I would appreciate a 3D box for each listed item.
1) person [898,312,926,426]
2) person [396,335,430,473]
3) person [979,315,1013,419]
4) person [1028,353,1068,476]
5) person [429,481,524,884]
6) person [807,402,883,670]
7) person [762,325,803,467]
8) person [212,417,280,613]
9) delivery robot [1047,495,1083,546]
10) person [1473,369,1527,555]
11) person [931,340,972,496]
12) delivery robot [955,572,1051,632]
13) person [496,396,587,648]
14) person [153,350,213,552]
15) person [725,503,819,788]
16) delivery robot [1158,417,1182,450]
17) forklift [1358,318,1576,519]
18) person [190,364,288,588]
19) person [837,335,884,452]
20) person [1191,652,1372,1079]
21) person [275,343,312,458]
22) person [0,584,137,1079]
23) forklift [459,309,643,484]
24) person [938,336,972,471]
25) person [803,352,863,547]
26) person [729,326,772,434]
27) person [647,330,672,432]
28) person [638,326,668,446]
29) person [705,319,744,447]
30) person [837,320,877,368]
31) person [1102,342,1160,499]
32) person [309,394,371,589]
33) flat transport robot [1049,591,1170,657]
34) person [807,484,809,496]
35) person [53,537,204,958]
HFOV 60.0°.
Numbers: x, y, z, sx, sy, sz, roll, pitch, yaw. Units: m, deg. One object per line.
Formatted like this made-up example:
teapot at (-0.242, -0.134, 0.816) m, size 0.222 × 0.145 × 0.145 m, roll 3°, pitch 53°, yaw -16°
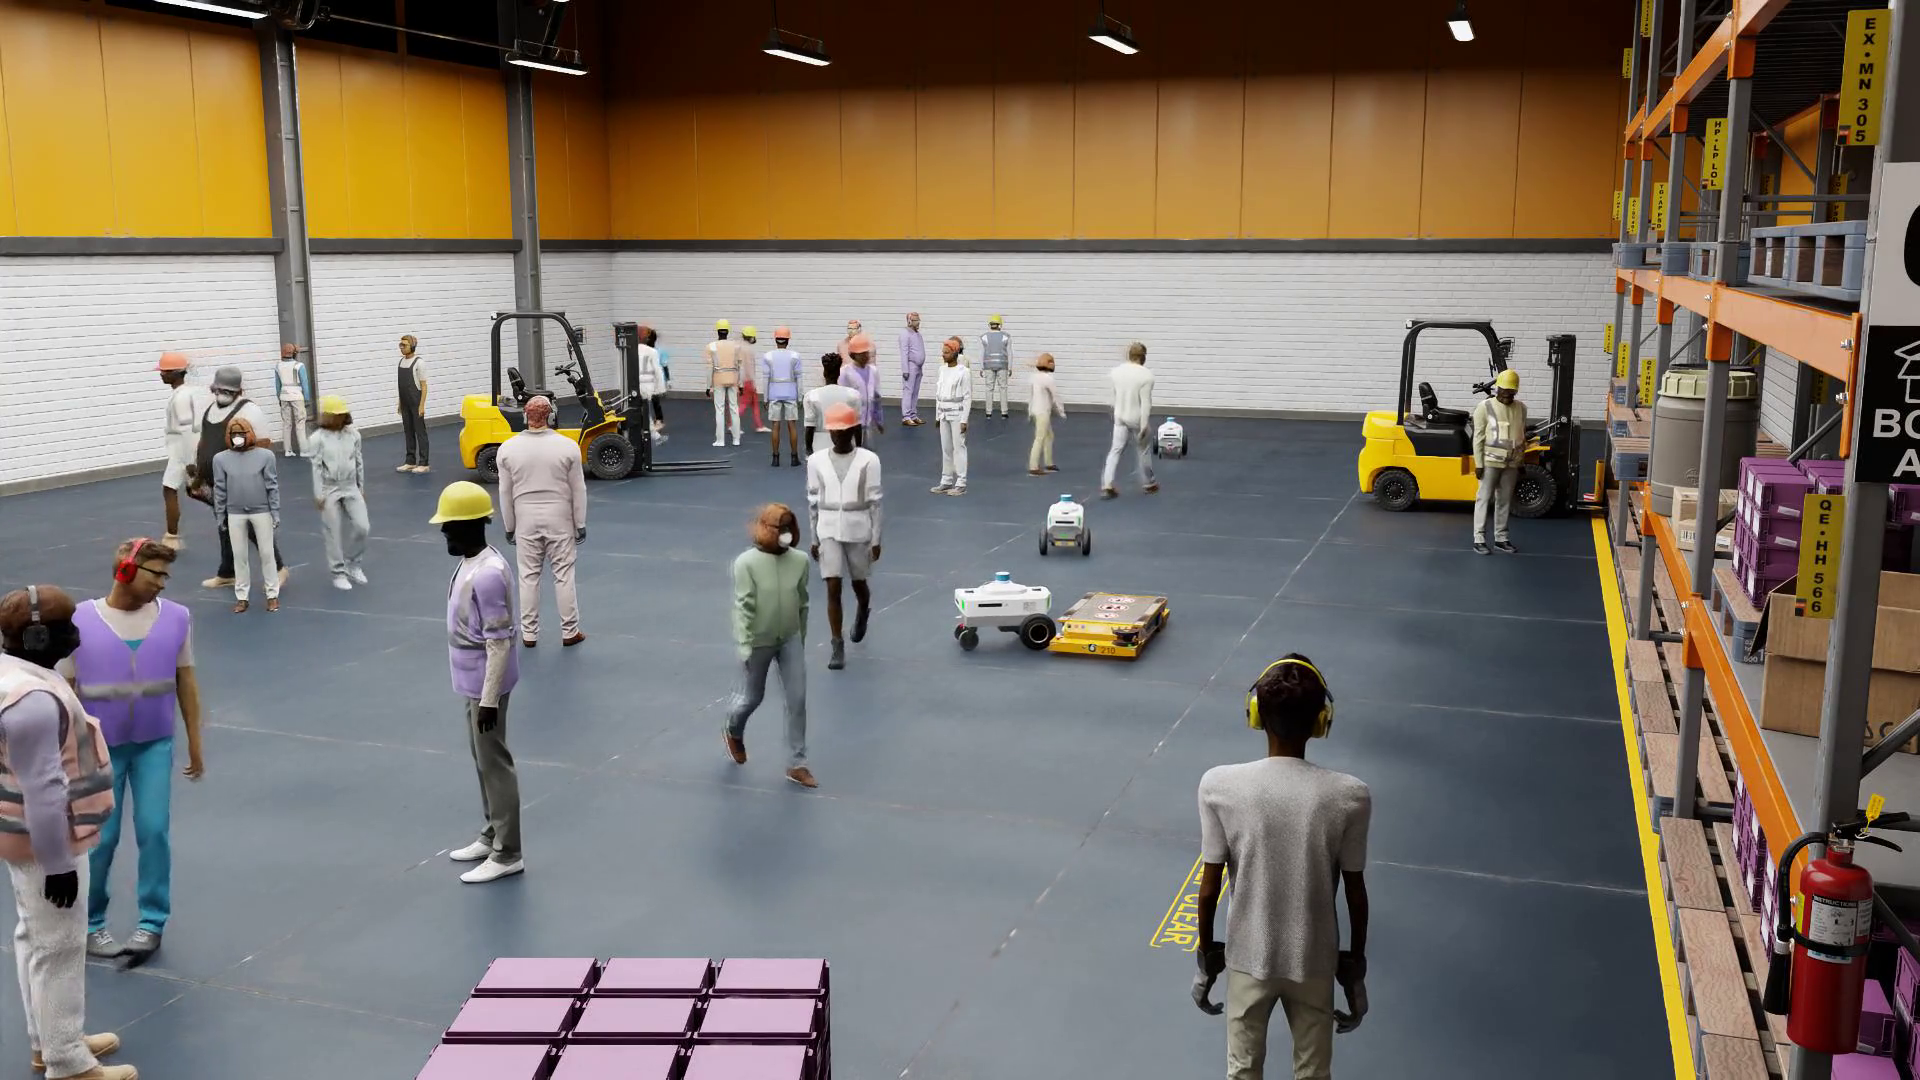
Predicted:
person at (-0.781, -2.880, 28.015) m, size 0.406 × 1.906 × 0.654 m, roll 4°, pitch 11°, yaw 22°
person at (-7.309, -1.810, 22.162) m, size 0.506 × 1.847 × 0.345 m, roll 6°, pitch 12°, yaw 31°
person at (0.628, -3.010, 28.984) m, size 0.586 × 1.823 × 0.403 m, roll 1°, pitch 10°, yaw 4°
person at (1.175, -1.653, 21.957) m, size 0.683 × 1.608 × 0.517 m, roll -5°, pitch 11°, yaw -24°
person at (-2.305, 0.671, 7.961) m, size 0.374 × 1.924 × 0.594 m, roll -4°, pitch 11°, yaw -24°
person at (-0.831, -0.064, 12.162) m, size 0.545 × 1.917 × 0.825 m, roll 1°, pitch 10°, yaw 3°
person at (-2.430, -1.972, 22.819) m, size 0.551 × 1.935 × 0.375 m, roll -1°, pitch 10°, yaw -4°
person at (-5.891, -0.207, 13.758) m, size 0.504 × 1.627 × 0.290 m, roll -2°, pitch 10°, yaw -13°
delivery robot at (1.048, -0.203, 16.480) m, size 0.477 × 0.478 × 0.707 m, roll 1°, pitch 10°, yaw 5°
person at (5.323, -0.768, 16.365) m, size 0.591 × 1.822 × 0.404 m, roll -3°, pitch 11°, yaw -17°
person at (-0.101, -1.480, 20.203) m, size 0.355 × 1.883 × 0.573 m, roll -8°, pitch 13°, yaw -40°
delivery robot at (0.322, 0.485, 12.606) m, size 0.707 × 0.478 × 0.477 m, roll -1°, pitch 10°, yaw -8°
person at (-3.133, -0.135, 12.556) m, size 0.643 × 1.909 × 0.410 m, roll -1°, pitch 10°, yaw -6°
person at (-7.605, -0.880, 16.465) m, size 0.918 × 2.021 × 0.613 m, roll -3°, pitch 11°, yaw -17°
person at (-1.096, 0.564, 9.465) m, size 0.502 × 1.605 × 0.746 m, roll -7°, pitch 12°, yaw -33°
delivery robot at (3.022, -1.516, 23.878) m, size 0.477 × 0.478 × 0.707 m, roll 1°, pitch 10°, yaw 7°
forklift at (5.787, -1.437, 19.079) m, size 2.313 × 2.155 × 1.214 m, roll 3°, pitch 11°, yaw 19°
person at (-6.407, -0.574, 14.650) m, size 0.839 × 2.000 × 0.607 m, roll 7°, pitch 12°, yaw 34°
person at (-1.157, -1.397, 19.439) m, size 0.590 × 2.005 × 0.755 m, roll 9°, pitch 13°, yaw 41°
person at (0.936, 1.249, 4.871) m, size 0.515 × 1.872 × 0.328 m, roll 2°, pitch 10°, yaw 10°
person at (-9.514, -1.985, 23.731) m, size 0.513 × 1.640 × 0.309 m, roll 2°, pitch 10°, yaw 14°
person at (-3.261, 1.067, 5.976) m, size 0.430 × 1.842 × 0.630 m, roll -7°, pitch 12°, yaw -33°
forklift at (-5.354, -1.902, 21.697) m, size 2.313 × 2.155 × 1.214 m, roll -2°, pitch 10°, yaw -13°
person at (-0.025, -1.840, 22.483) m, size 0.433 × 1.810 × 0.776 m, roll -5°, pitch 11°, yaw -27°
person at (-1.266, -0.894, 16.663) m, size 0.600 × 1.967 × 0.367 m, roll -2°, pitch 10°, yaw -11°
person at (-3.392, -2.564, 26.712) m, size 0.740 × 1.738 × 0.542 m, roll -3°, pitch 10°, yaw -15°
person at (-4.957, -2.561, 26.865) m, size 0.594 × 1.669 × 0.590 m, roll 7°, pitch 12°, yaw 36°
person at (-4.682, -2.264, 24.776) m, size 0.606 × 1.824 × 1.015 m, roll 6°, pitch 11°, yaw 29°
person at (-3.548, -2.358, 25.021) m, size 0.594 × 1.924 × 0.382 m, roll -5°, pitch 11°, yaw -26°
person at (-1.598, -2.385, 25.229) m, size 0.652 × 1.906 × 0.409 m, roll 3°, pitch 11°, yaw 17°
person at (2.057, -1.440, 20.025) m, size 0.629 × 1.882 × 1.072 m, roll 7°, pitch 12°, yaw 36°
person at (-5.454, -0.418, 14.645) m, size 0.493 × 1.730 × 0.363 m, roll -9°, pitch 14°, yaw -43°
flat transport robot at (1.179, 0.630, 12.852) m, size 0.652 × 0.197 × 1.431 m, roll 3°, pitch 10°, yaw 17°
person at (-1.505, -1.220, 19.520) m, size 0.518 × 1.596 × 0.822 m, roll -10°, pitch 14°, yaw -44°
person at (-3.548, 0.893, 7.095) m, size 0.521 × 1.804 × 0.626 m, roll 10°, pitch 14°, yaw 44°
